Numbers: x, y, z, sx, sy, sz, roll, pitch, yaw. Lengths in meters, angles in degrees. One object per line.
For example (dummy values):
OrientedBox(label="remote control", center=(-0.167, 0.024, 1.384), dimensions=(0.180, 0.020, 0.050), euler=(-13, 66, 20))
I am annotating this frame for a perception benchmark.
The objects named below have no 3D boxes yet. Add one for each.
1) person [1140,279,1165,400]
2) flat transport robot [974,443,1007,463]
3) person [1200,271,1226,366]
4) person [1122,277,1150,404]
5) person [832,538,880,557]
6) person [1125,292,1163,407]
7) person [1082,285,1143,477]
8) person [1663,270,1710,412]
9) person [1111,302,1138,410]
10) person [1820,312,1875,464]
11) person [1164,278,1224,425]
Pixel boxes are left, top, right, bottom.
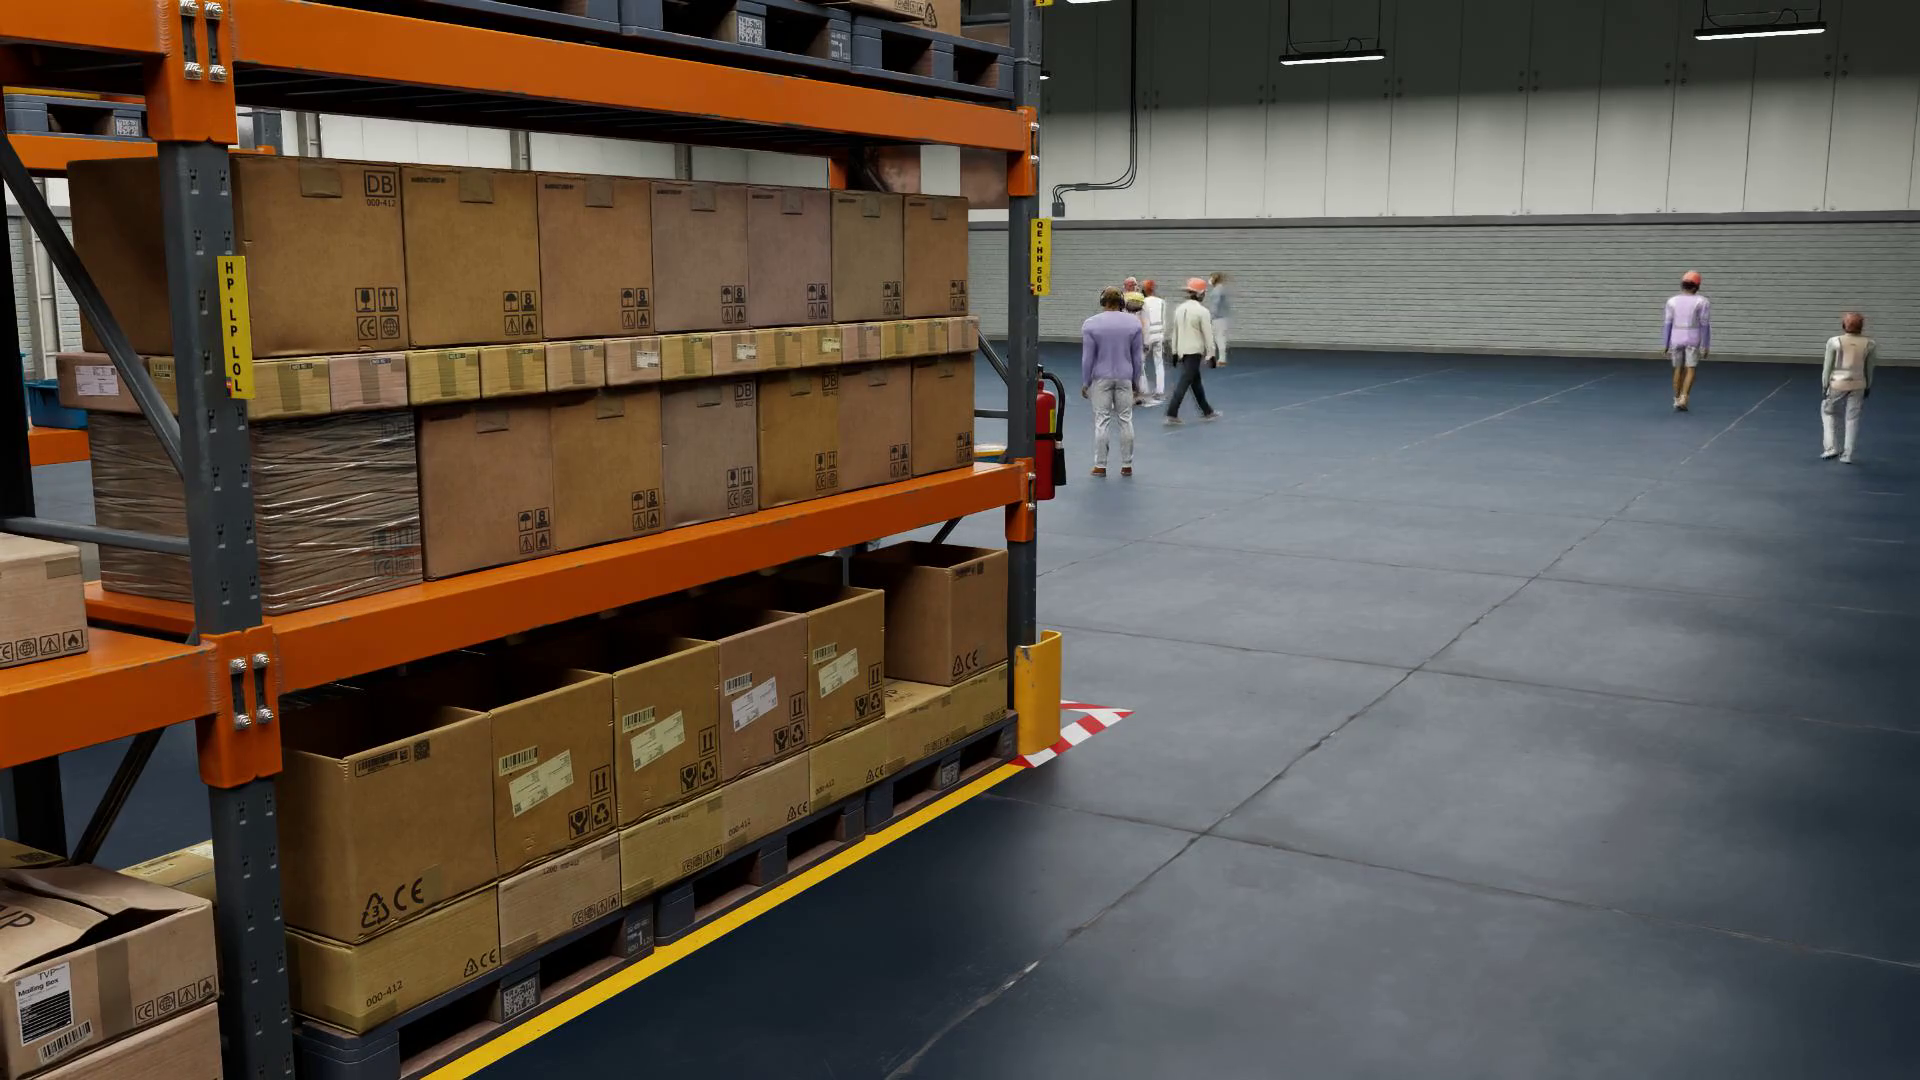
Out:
OrientedBox(label="person", center=(2.952, -3.120, 25.907), dimensions=(0.617, 1.857, 0.665), euler=(-5, 11, -28))
OrientedBox(label="flat transport robot", center=(0.017, -0.854, 17.316), dimensions=(1.431, 0.197, 0.652), euler=(-6, 12, -33))
OrientedBox(label="person", center=(5.083, -4.463, 33.620), dimensions=(0.734, 1.913, 0.667), euler=(2, 10, 11))
OrientedBox(label="person", center=(2.566, -2.993, 25.056), dimensions=(0.638, 1.910, 0.407), euler=(5, 11, 25))
OrientedBox(label="person", center=(-0.746, -0.613, 11.919), dimensions=(0.501, 1.633, 0.289), euler=(4, 10, 22))
OrientedBox(label="person", center=(2.580, -2.766, 24.343), dimensions=(0.850, 1.680, 0.518), euler=(4, 10, 21))
OrientedBox(label="person", center=(1.533, -1.600, 16.806), dimensions=(0.627, 1.941, 0.374), euler=(-1, 10, -6))
OrientedBox(label="person", center=(10.439, -2.853, 23.937), dimensions=(0.627, 2.059, 0.536), euler=(9, 13, 43))
OrientedBox(label="person", center=(2.362, -2.729, 24.228), dimensions=(0.530, 1.668, 0.790), euler=(6, 11, 30))
OrientedBox(label="person", center=(9.554, -1.638, 17.955), dimensions=(0.540, 1.620, 0.519), euler=(1, 10, 8))
OrientedBox(label="person", center=(3.123, -2.493, 22.042), dimensions=(1.054, 1.933, 0.636), euler=(-6, 11, -31))
